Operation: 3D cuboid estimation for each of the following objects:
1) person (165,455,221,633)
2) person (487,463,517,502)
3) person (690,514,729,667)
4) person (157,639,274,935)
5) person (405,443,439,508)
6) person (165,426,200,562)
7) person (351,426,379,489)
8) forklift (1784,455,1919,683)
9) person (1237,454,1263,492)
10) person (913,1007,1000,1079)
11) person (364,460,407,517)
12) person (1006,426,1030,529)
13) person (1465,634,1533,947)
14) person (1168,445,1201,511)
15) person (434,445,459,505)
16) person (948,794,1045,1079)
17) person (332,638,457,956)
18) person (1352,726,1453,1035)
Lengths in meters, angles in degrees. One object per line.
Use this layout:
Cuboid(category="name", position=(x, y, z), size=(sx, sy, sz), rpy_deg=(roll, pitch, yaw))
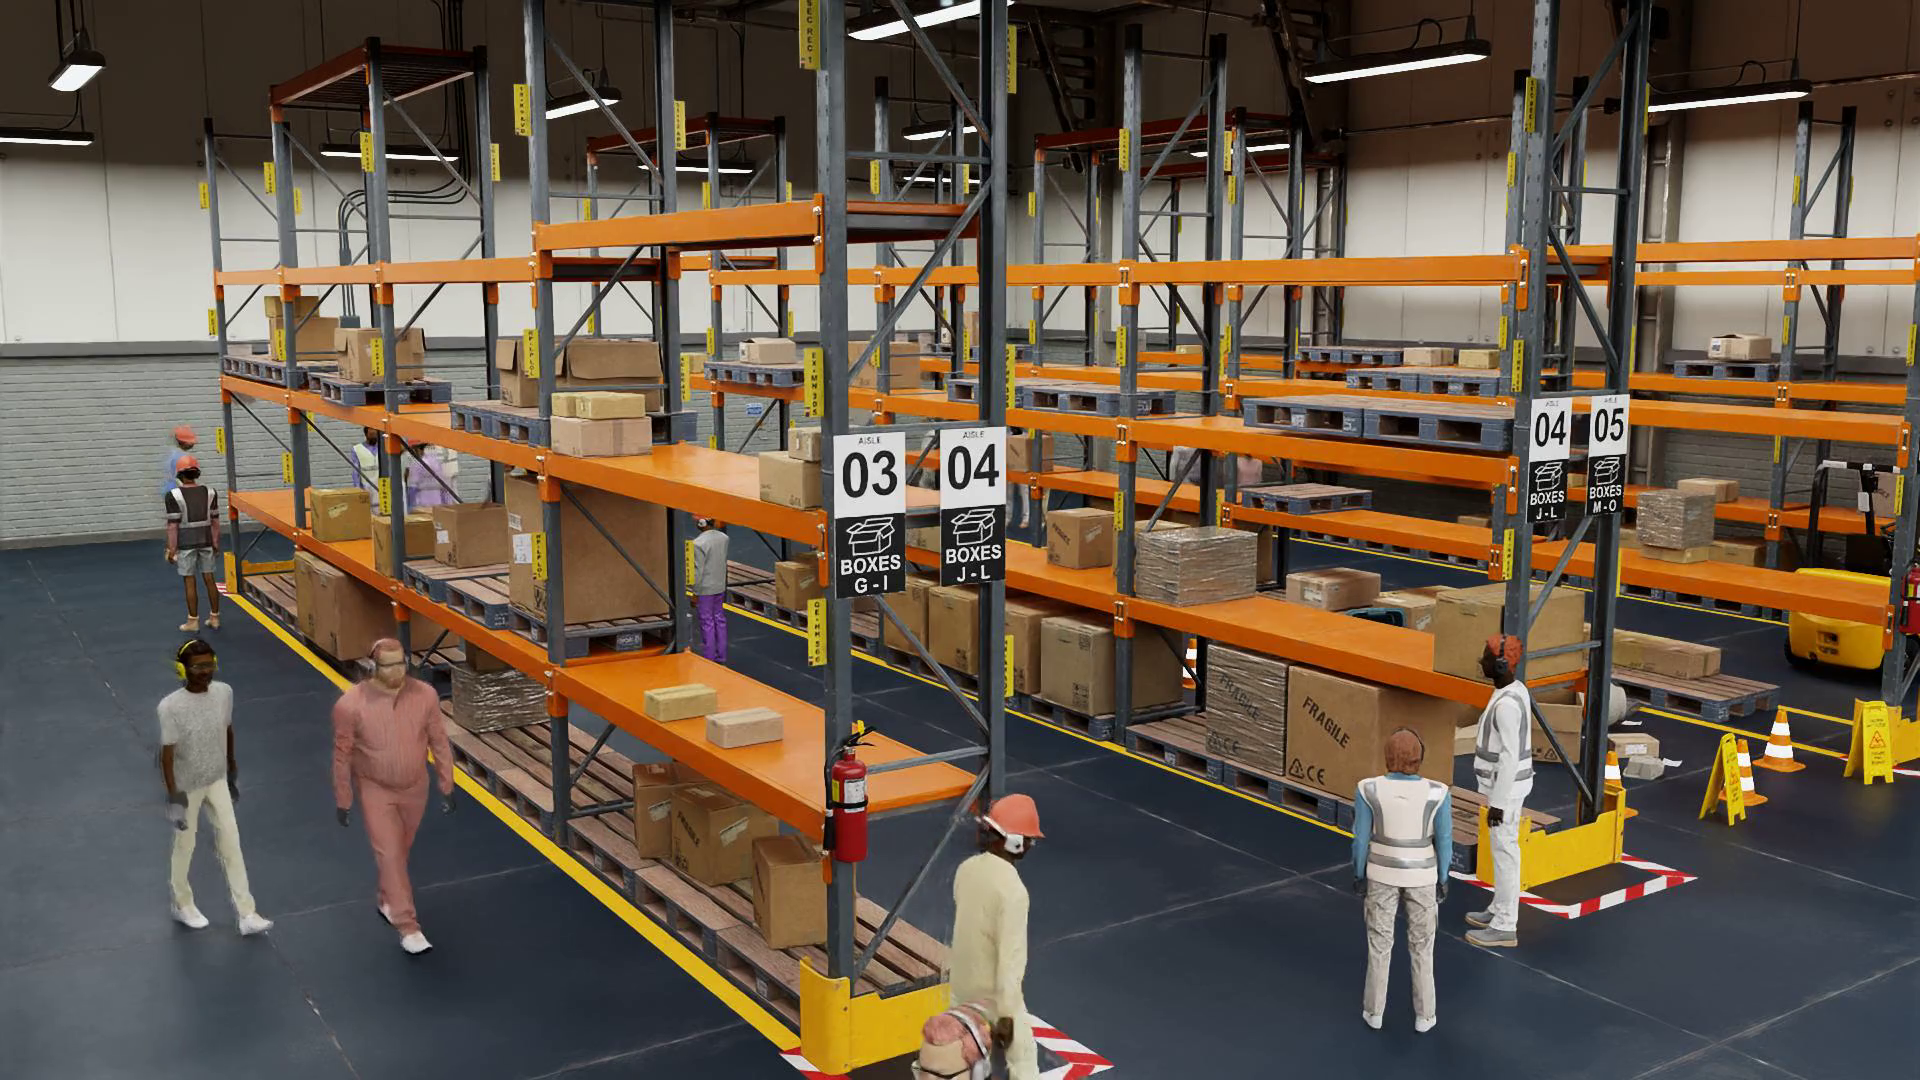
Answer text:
Cuboid(category="person", position=(-8.794, 0.044, 19.057), size=(0.396, 2.042, 0.611), rpy_deg=(7, 11, 37))
Cuboid(category="person", position=(-6.406, -0.382, 23.352), size=(0.552, 1.611, 0.656), rpy_deg=(0, 9, 0))
Cuboid(category="person", position=(-2.593, 0.481, 17.098), size=(0.320, 1.755, 0.563), rpy_deg=(4, 9, 24))
Cuboid(category="person", position=(-4.529, 1.501, 10.031), size=(0.920, 1.834, 0.564), rpy_deg=(6, 10, 35))
Cuboid(category="person", position=(-8.147, -0.775, 25.204), size=(0.532, 1.837, 0.760), rpy_deg=(-5, 10, -28))
Cuboid(category="person", position=(-11.168, -0.650, 23.860), size=(0.649, 1.985, 0.647), rpy_deg=(-2, 9, -14))
Cuboid(category="person", position=(-8.902, -0.815, 25.187), size=(0.392, 1.922, 0.592), rpy_deg=(8, 12, 43))
Cuboid(category="forklift", position=(9.643, 0.253, 17.172), size=(2.313, 2.155, 1.214), rpy_deg=(-6, 10, -33))
Cuboid(category="person", position=(4.272, -0.693, 24.926), size=(0.524, 1.742, 0.615), rpy_deg=(-2, 9, -13))
Cuboid(category="person", position=(0.004, 2.267, 4.885), size=(0.666, 1.853, 0.991), rpy_deg=(6, 10, 34))
Cuboid(category="person", position=(-7.730, -0.296, 22.373), size=(0.586, 1.730, 0.551), rpy_deg=(-1, 9, -6))
Cuboid(category="person", position=(0.937, -1.098, 27.388), size=(0.638, 1.833, 0.429), rpy_deg=(4, 9, 22))
Cuboid(category="person", position=(3.238, 1.491, 9.959), size=(0.362, 1.882, 0.576), rpy_deg=(3, 9, 21))
Cuboid(category="person", position=(3.650, -1.061, 27.224), size=(0.623, 1.791, 0.904), rpy_deg=(-5, 10, -29))
Cuboid(category="person", position=(-8.348, -1.088, 26.979), size=(0.387, 1.927, 0.589), rpy_deg=(2, 9, 13))
Cuboid(category="person", position=(0.094, 1.974, 7.399), size=(0.887, 1.692, 0.589), rpy_deg=(-5, 10, -29))
Cuboid(category="person", position=(-3.372, 1.500, 9.987), size=(0.668, 1.851, 0.989), rpy_deg=(-8, 11, -41))
Cuboid(category="person", position=(2.324, 1.791, 8.761), size=(0.512, 1.642, 0.312), rpy_deg=(2, 9, 15))
